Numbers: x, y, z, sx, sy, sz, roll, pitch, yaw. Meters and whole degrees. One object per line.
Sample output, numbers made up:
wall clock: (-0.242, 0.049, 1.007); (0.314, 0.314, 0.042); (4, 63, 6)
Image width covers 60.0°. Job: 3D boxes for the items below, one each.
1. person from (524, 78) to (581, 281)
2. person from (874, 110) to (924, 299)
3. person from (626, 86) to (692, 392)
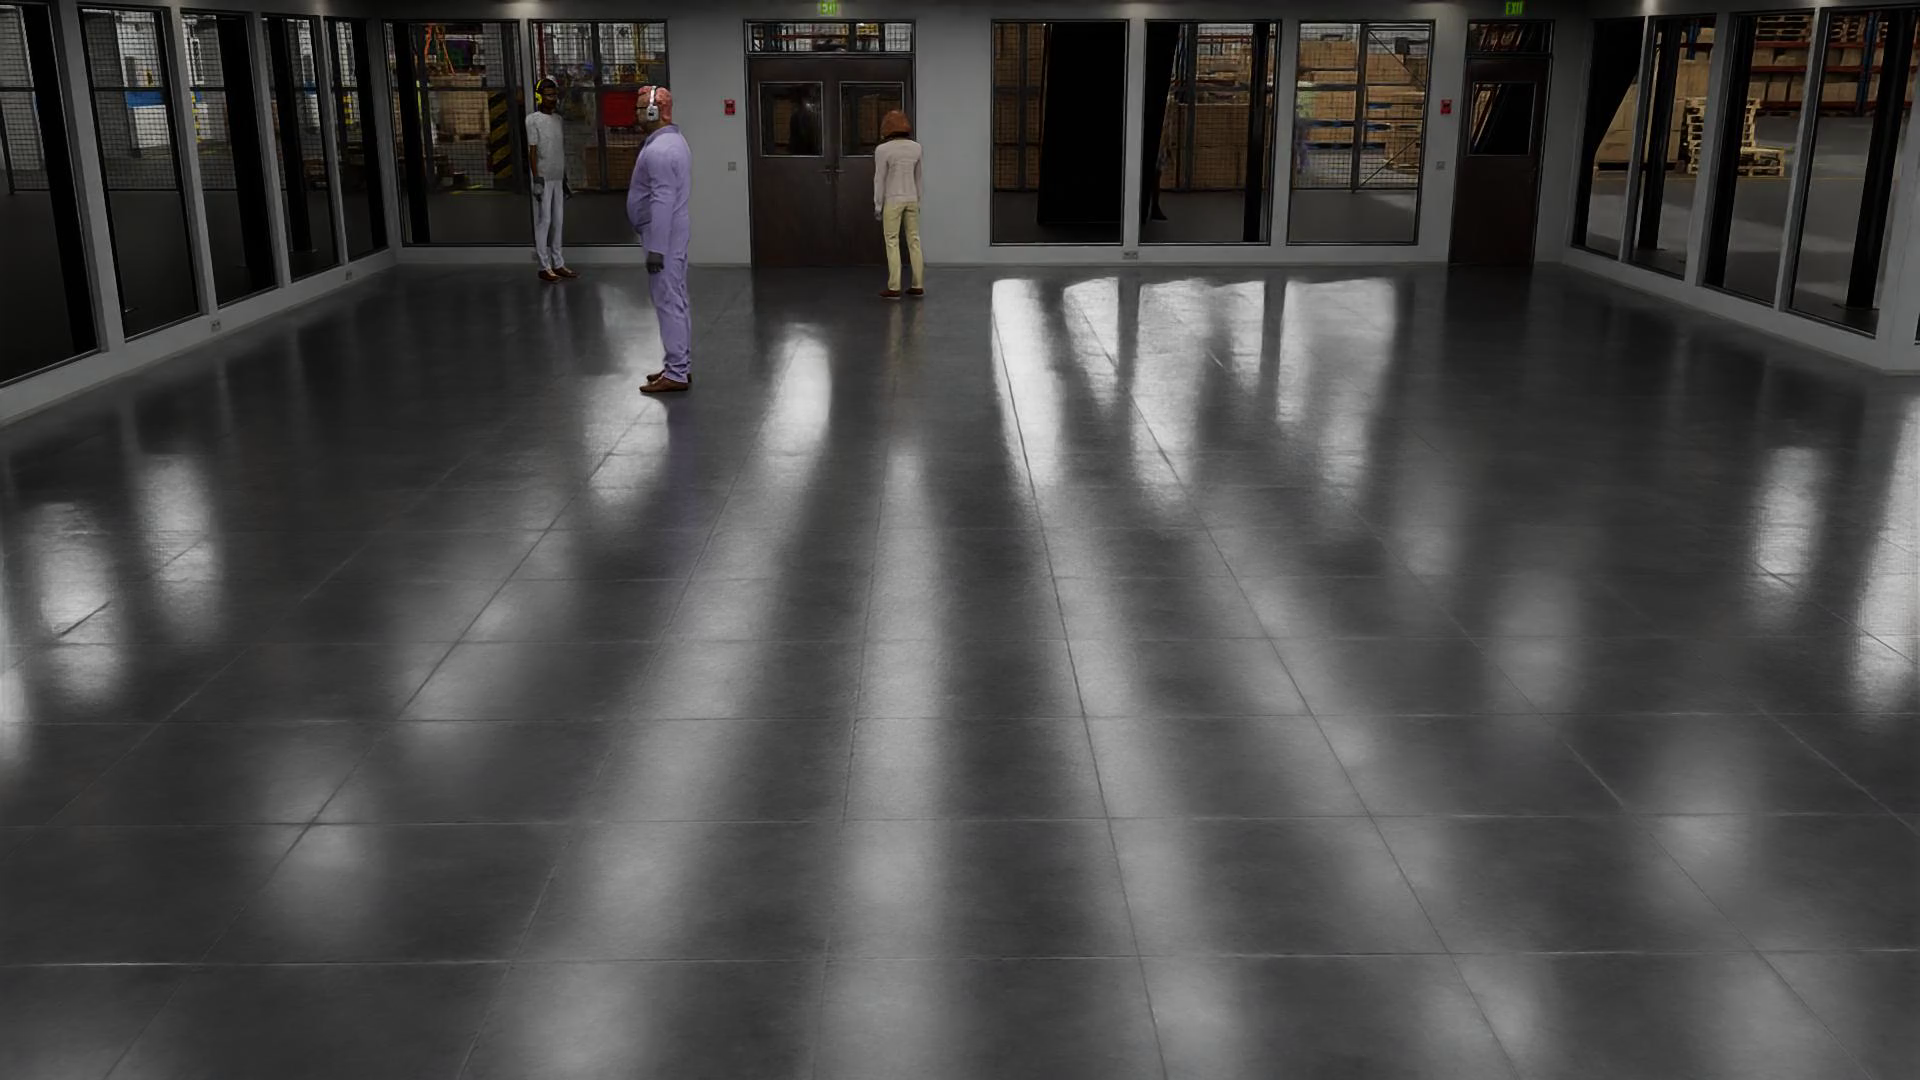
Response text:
person: (-3.865, -3.397, 15.730); (0.328, 1.872, 0.509); (7, 18, 22)
person: (-0.532, -2.945, 14.625); (0.495, 1.624, 0.288); (-12, 20, -35)
person: (-1.902, -1.900, 10.569); (0.409, 1.907, 0.651); (0, 16, -2)
